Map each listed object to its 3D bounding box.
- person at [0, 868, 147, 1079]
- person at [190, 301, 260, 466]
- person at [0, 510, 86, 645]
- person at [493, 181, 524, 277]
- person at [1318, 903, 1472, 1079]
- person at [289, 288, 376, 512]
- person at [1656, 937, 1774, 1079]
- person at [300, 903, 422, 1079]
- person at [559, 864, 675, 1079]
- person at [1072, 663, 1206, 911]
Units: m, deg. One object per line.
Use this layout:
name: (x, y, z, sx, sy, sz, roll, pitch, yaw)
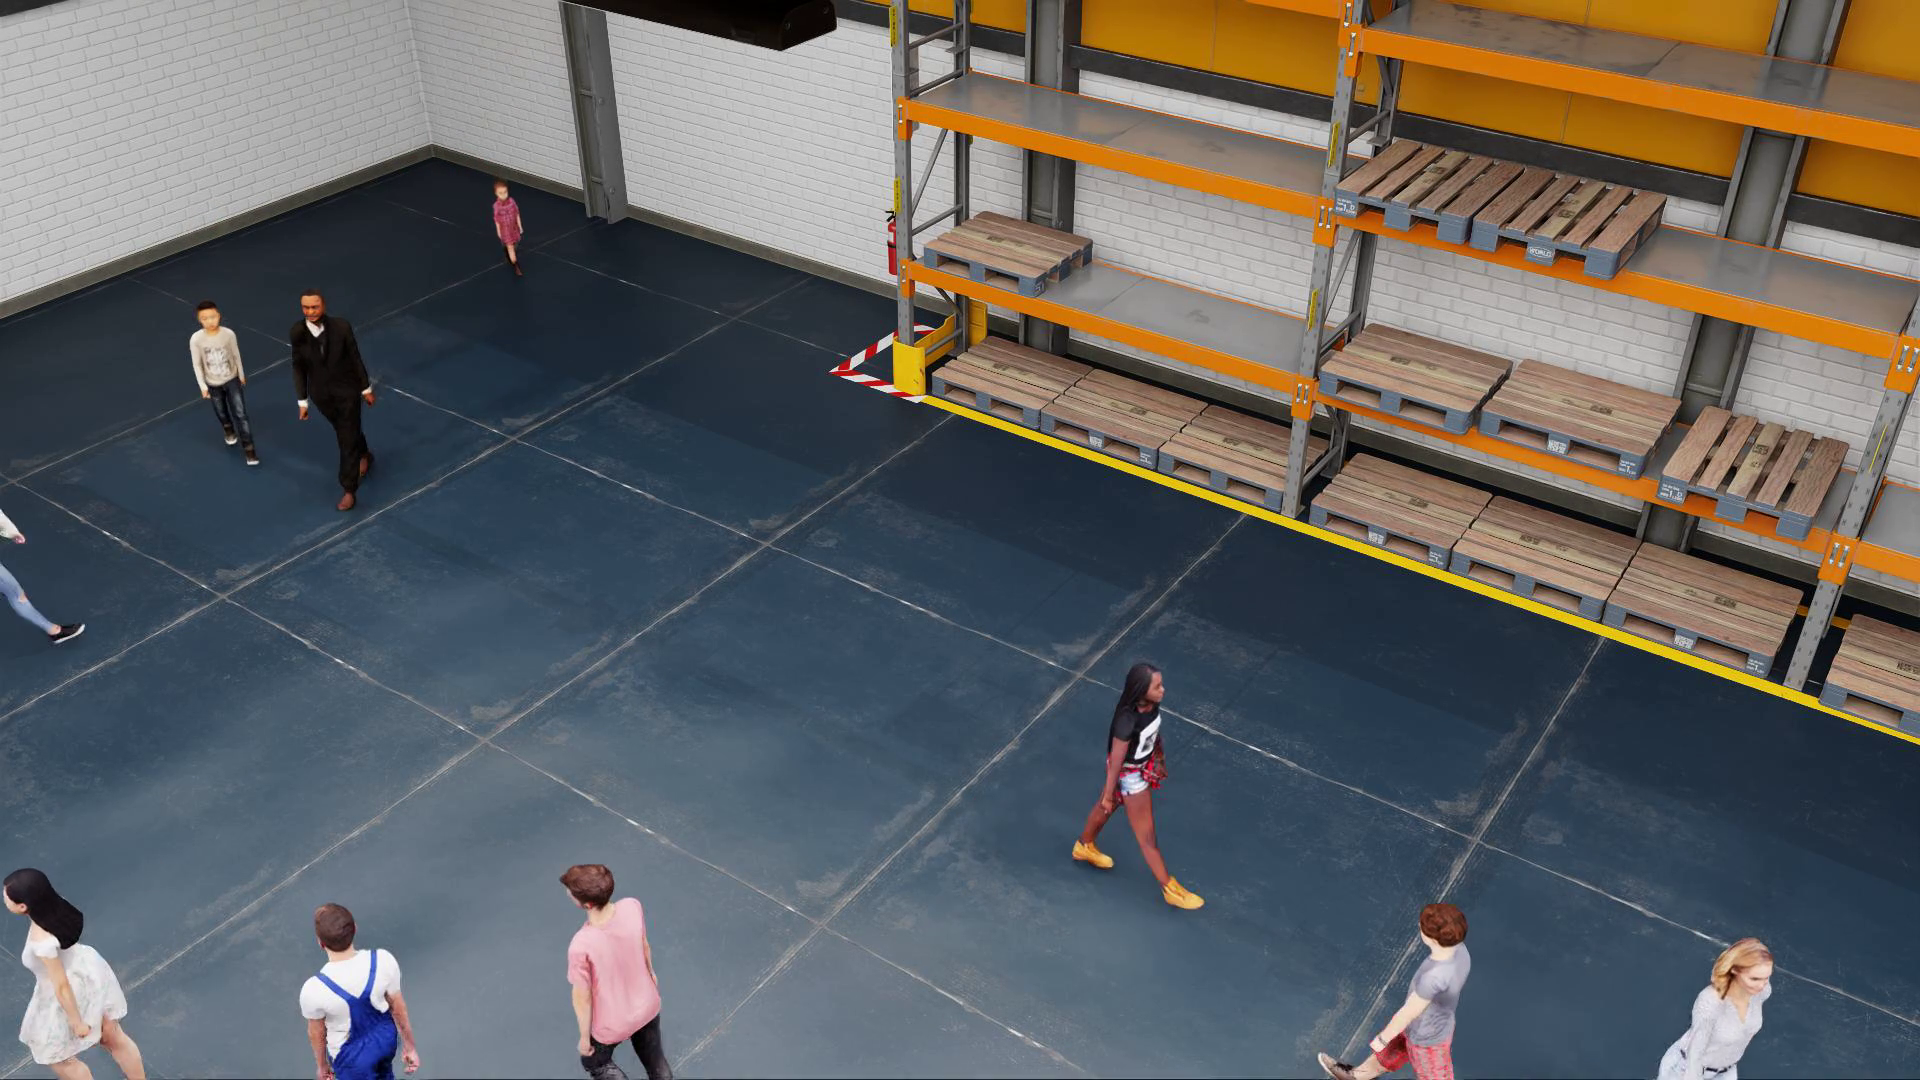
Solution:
person: (-4.427, 2.343, 8.537, 0.872, 1.759, 0.814, -7, 34, -10)
person: (-6.444, -1.412, 14.481, 0.864, 1.432, 1.089, -16, 37, -23)
person: (-7.141, 0.157, 11.938, 1.131, 1.634, 1.170, -11, 35, -16)
person: (-4.836, -3.373, 17.814, 0.555, 1.009, 0.746, -21, 39, -29)
person: (2.432, 2.537, 8.382, 1.094, 1.606, 0.604, 20, 38, 27)
person: (-5.176, -1.251, 13.851, 1.308, 1.861, 1.269, -1, 34, -1)
person: (3.604, 2.551, 8.224, 1.007, 1.759, 1.115, -8, 34, -11)
person: (-2.863, 2.579, 8.133, 0.823, 1.812, 1.322, -27, 42, -34)
person: (-1.638, 2.396, 8.283, 0.635, 1.950, 0.709, 25, 41, 32)
person: (0.931, 1.421, 9.998, 1.185, 1.677, 0.741, 15, 36, 21)
